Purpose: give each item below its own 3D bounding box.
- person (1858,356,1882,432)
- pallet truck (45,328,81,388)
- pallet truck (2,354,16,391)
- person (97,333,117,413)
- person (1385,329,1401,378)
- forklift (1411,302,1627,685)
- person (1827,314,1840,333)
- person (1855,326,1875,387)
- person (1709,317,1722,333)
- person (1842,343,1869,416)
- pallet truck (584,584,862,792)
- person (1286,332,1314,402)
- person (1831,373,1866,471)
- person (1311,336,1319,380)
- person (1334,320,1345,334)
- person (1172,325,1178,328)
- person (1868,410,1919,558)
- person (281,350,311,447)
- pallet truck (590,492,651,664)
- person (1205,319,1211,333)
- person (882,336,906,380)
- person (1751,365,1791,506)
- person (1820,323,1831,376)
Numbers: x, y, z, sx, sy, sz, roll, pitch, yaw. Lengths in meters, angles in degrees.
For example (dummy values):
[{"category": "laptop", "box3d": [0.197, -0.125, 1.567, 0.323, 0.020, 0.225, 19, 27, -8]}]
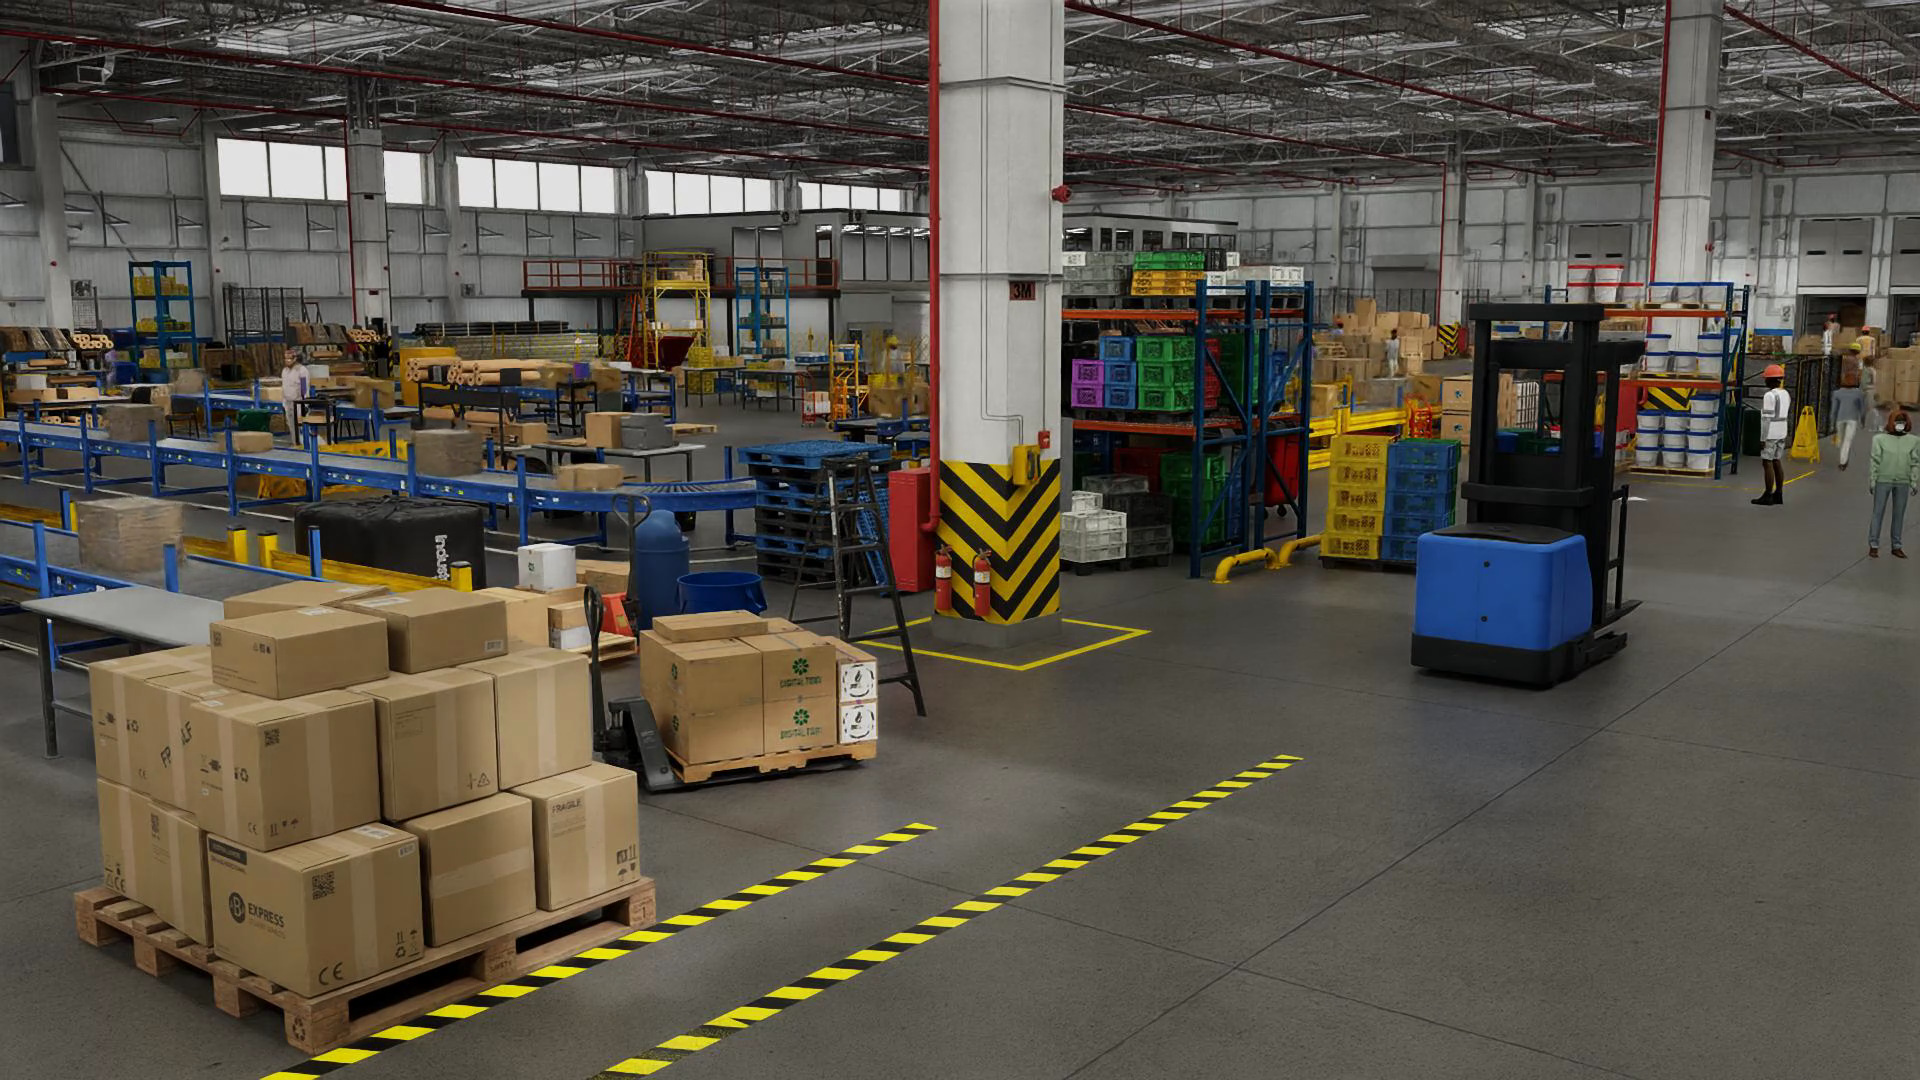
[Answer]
[{"category": "person", "box3d": [18.928, -3.056, 34.792, 0.851, 1.585, 0.538, 7, 11, 41]}, {"category": "pallet truck", "box3d": [-23.775, -4.544, 43.495, 1.885, 1.965, 0.823, 6, 10, 35]}, {"category": "pallet truck", "box3d": [-24.881, -4.417, 42.634, 1.885, 1.965, 0.823, 8, 11, 41]}, {"category": "person", "box3d": [-18.925, -3.598, 37.028, 0.626, 2.028, 0.733, 5, 10, 31]}, {"category": "person", "box3d": [12.864, -5.362, 49.482, 0.544, 1.858, 0.532, -4, 9, -27]}, {"category": "forklift", "box3d": [4.379, -0.438, 12.852, 1.129, 2.768, 1.873, 7, 11, 37]}, {"category": "person", "box3d": [37.681, -8.759, 71.919, 0.608, 1.995, 0.377, 5, 10, 31]}, {"category": "person", "box3d": [27.069, -5.443, 49.791, 0.543, 1.928, 0.374, 3, 9, 19]}, {"category": "person", "box3d": [32.079, -8.547, 70.661, 0.602, 1.943, 0.394, -2, 9, -14]}, {"category": "person", "box3d": [21.025, -3.758, 39.042, 0.784, 1.731, 0.542, 8, 12, 44]}, {"category": "pallet truck", "box3d": [-1.426, 0.805, 10.019, 1.601, 1.201, 0.680, -4, 9, -26]}, {"category": "person", "box3d": [8.929, -4.496, 43.507, 0.970, 1.884, 0.573, -1, 9, -9]}, {"category": "person", "box3d": [14.539, -1.939, 27.273, 0.492, 1.597, 0.845, 8, 12, 44]}, {"category": "person", "box3d": [9.966, -4.974, 47.385, 0.925, 1.691, 0.500, -5, 10, -31]}, {"category": "person", "box3d": [14.091, -7.205, 61.677, 0.395, 1.925, 0.578, -3, 9, -21]}, {"category": "person", "box3d": [7.033, -6.151, 54.768, 0.609, 1.863, 0.993, -6, 10, -34]}, {"category": "person", "box3d": [10.220, -0.613, 18.214, 0.500, 1.633, 0.282, 2, 9, 10]}, {"category": "person", "box3d": [-11.772, -2.406, 29.441, 0.640, 1.897, 0.399, 4, 10, 27]}, {"category": "pallet truck", "box3d": [-3.115, 0.344, 12.883, 0.653, 1.274, 1.630, 7, 11, 37]}, {"category": "person", "box3d": [9.975, -7.981, 67.145, 0.458, 1.854, 0.631, -2, 9, -12]}, {"category": "person", "box3d": [-1.709, -4.387, 43.193, 0.595, 1.789, 0.930, -7, 11, -39]}, {"category": "person", "box3d": [11.105, -1.433, 22.775, 0.539, 1.930, 0.385, -7, 11, -39]}, {"category": "person", "box3d": [30.213, -6.632, 58.024, 0.461, 1.869, 0.614, 6, 10, 36]}]
